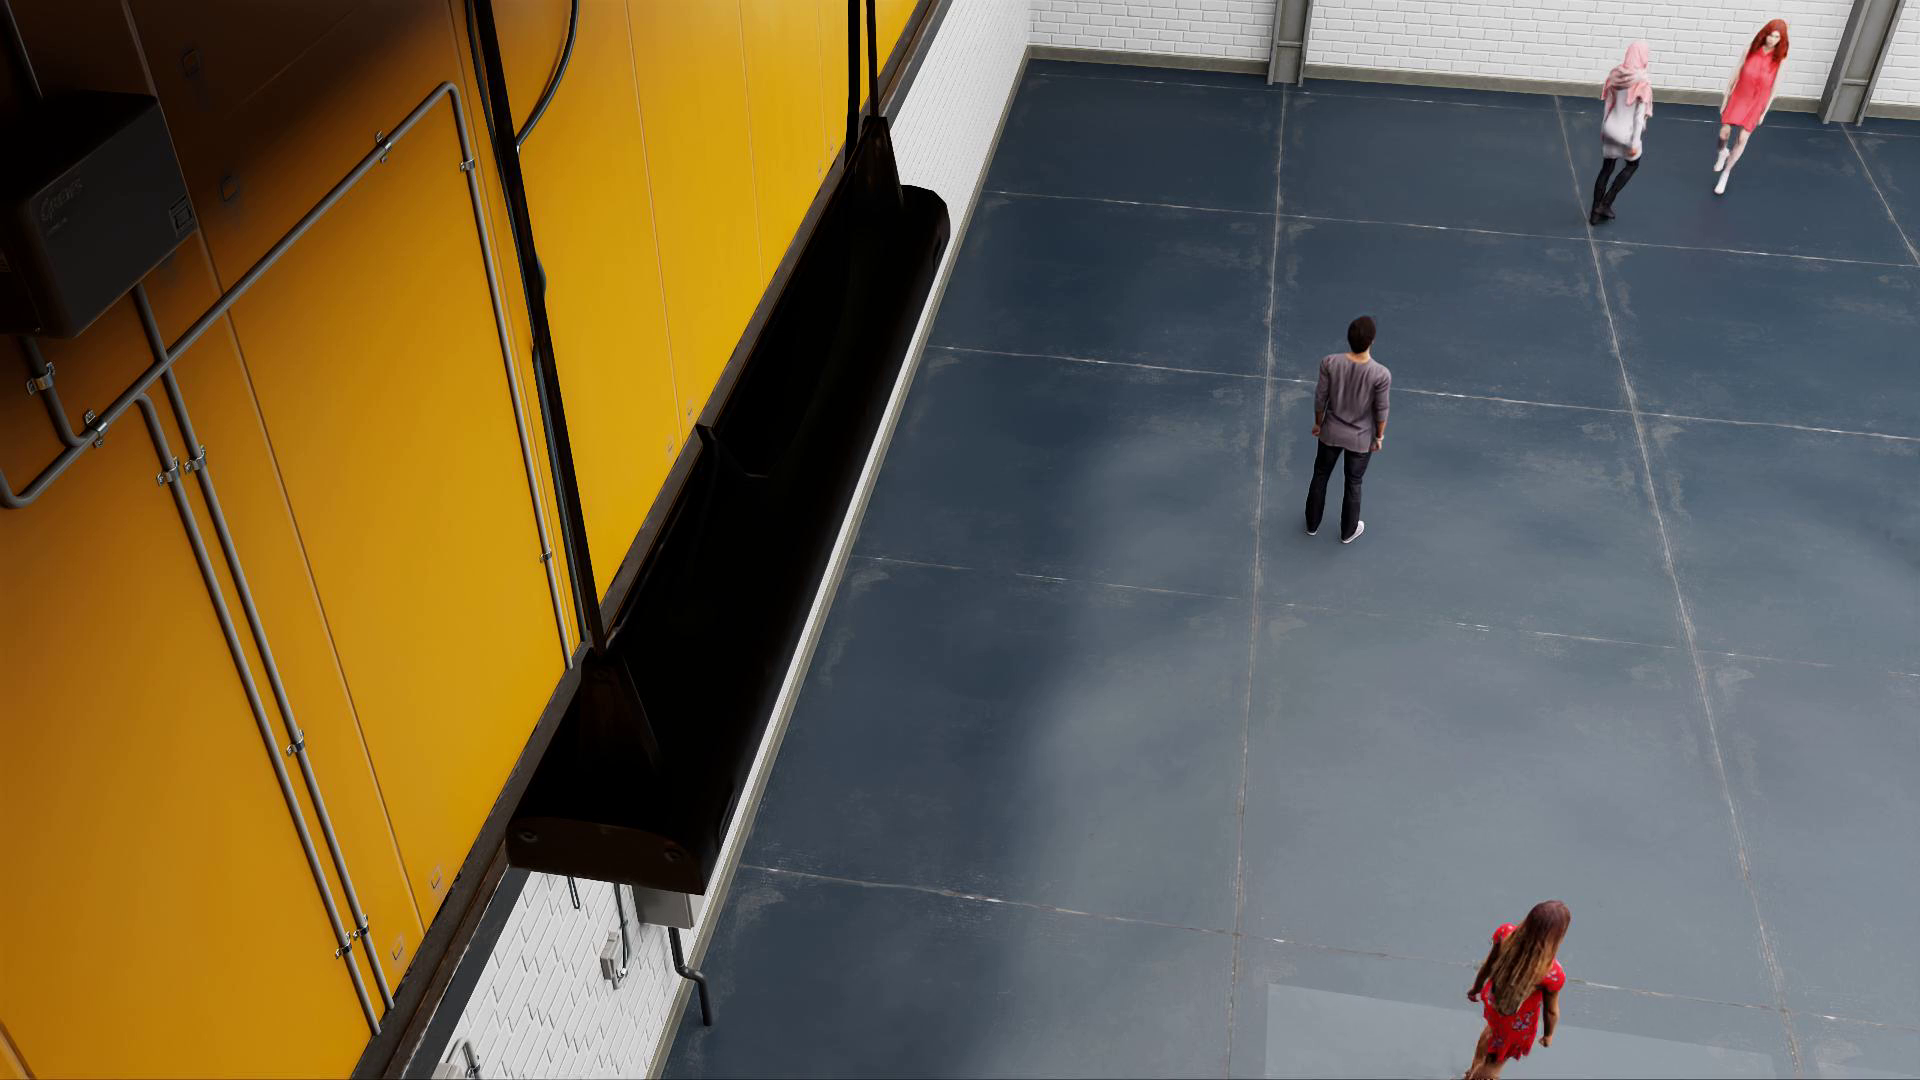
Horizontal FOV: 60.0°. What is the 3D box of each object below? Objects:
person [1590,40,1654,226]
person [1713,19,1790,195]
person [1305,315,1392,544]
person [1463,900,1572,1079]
[{"bbox_3d":[6.200,-3.825,15.792,0.835,1.789,0.785,-20,43,-23],"label":"person"},{"bbox_3d":[7.774,-4.296,16.370,0.815,1.805,0.815,24,44,27],"label":"person"},{"bbox_3d":[2.780,-0.790,11.939,0.583,1.855,0.787,17,42,20],"label":"person"},{"bbox_3d":[2.653,2.358,8.217,0.781,1.581,0.725,-21,43,-24],"label":"person"}]
